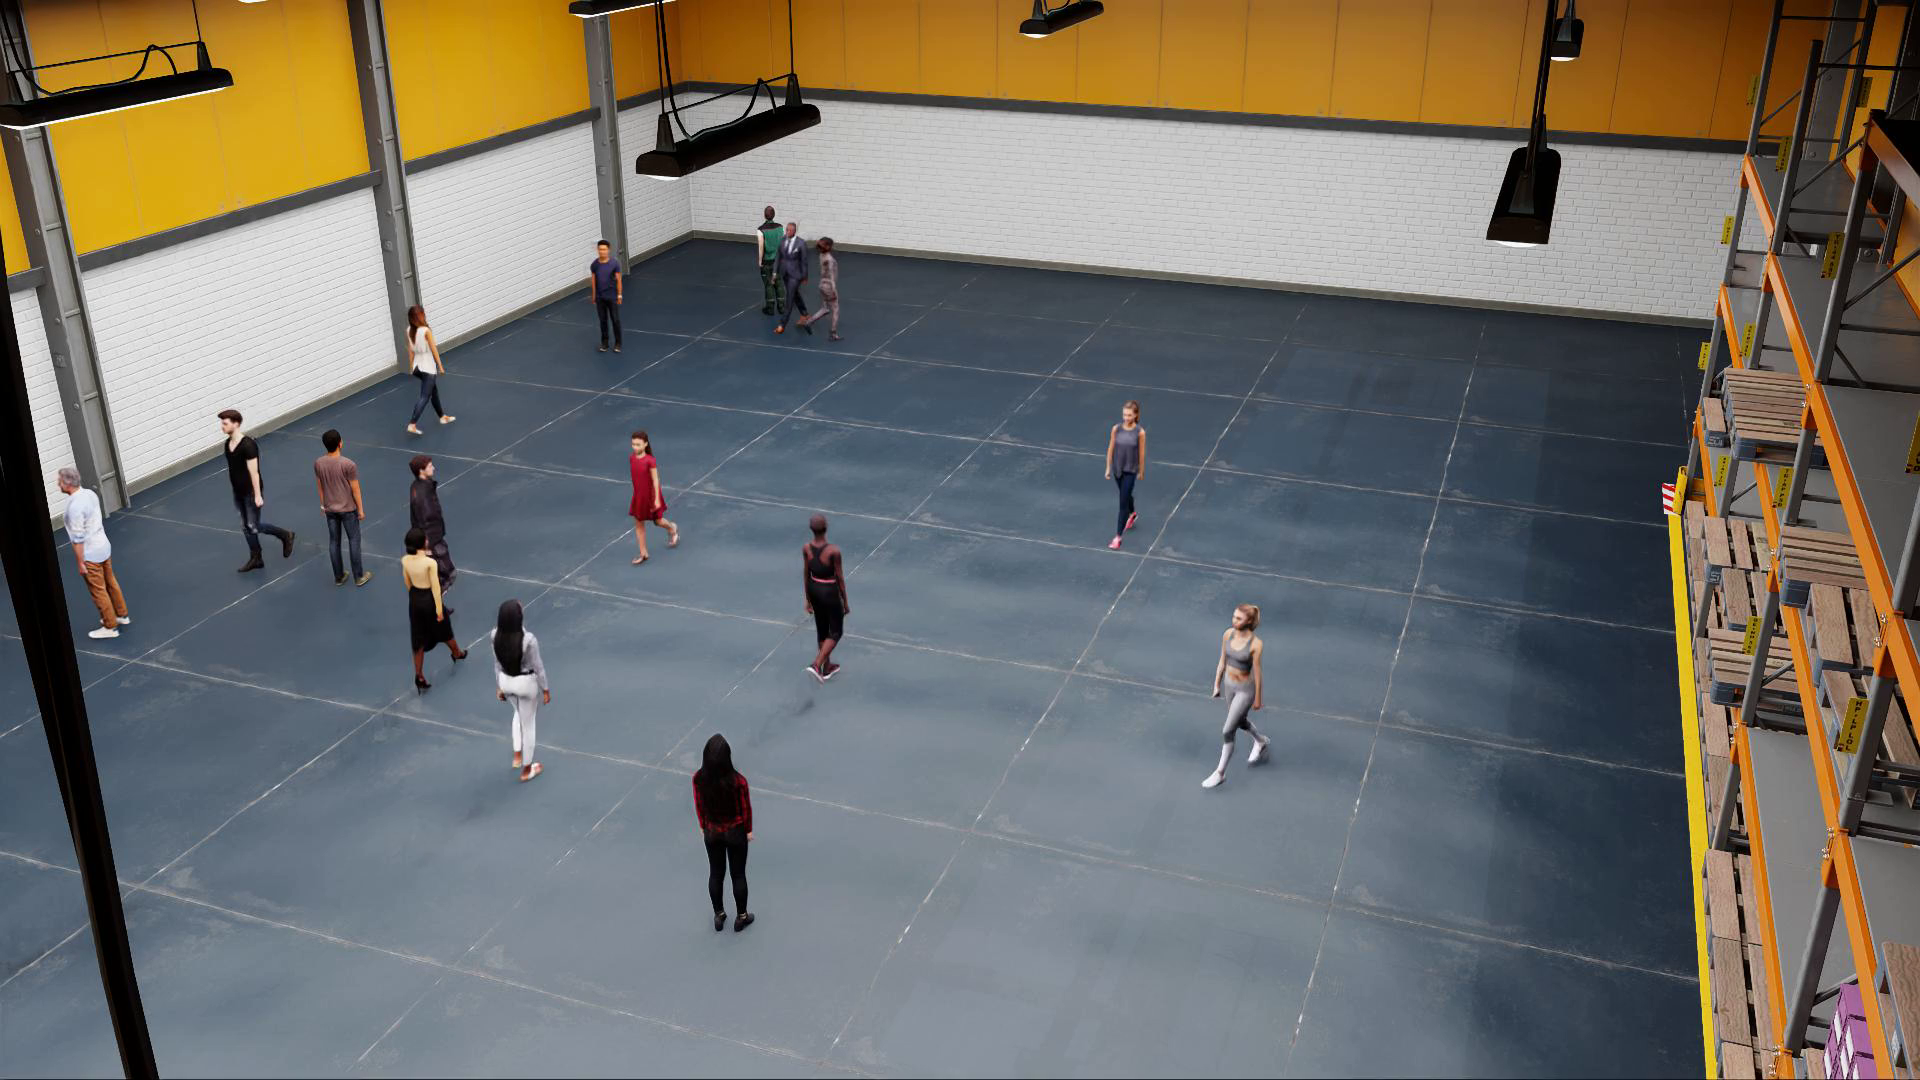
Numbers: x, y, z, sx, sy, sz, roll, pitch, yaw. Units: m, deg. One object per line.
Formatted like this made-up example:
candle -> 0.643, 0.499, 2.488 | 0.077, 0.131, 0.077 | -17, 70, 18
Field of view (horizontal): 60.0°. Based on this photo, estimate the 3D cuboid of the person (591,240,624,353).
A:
person -> -5.530, -3.838, 26.076 | 0.686, 1.793, 0.620 | 3, 24, 7

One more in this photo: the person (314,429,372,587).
person -> -6.751, -0.347, 18.111 | 0.686, 1.775, 0.642 | 2, 24, 3

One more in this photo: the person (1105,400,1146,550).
person -> 1.944, -0.803, 19.283 | 0.667, 1.672, 1.235 | 11, 26, 24

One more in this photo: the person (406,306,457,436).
person -> -7.312, -2.263, 22.532 | 0.745, 1.746, 1.152 | 14, 27, 28

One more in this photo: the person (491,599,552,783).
person -> -3.849, 1.327, 14.361 | 0.606, 1.712, 0.575 | 8, 25, 19

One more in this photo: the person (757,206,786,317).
person -> -3.180, -4.720, 28.033 | 0.707, 1.842, 0.789 | -14, 27, -29

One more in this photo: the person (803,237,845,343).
person -> -2.183, -3.976, 26.505 | 0.953, 1.701, 0.902 | -10, 25, -21

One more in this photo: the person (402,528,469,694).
person -> -5.165, 0.699, 15.914 | 0.626, 1.618, 0.995 | 7, 25, 16

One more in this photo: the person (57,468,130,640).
person -> -8.871, 0.108, 17.014 | 0.822, 1.820, 0.684 | -3, 24, -6

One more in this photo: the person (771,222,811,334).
person -> -2.696, -4.306, 27.172 | 0.922, 1.772, 1.313 | 16, 28, 32

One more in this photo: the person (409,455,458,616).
person -> -5.591, 0.006, 17.237 | 0.909, 1.828, 0.847 | -10, 26, -22

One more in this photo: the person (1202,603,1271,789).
person -> 2.488, 1.309, 14.459 | 1.184, 1.667, 0.946 | -17, 29, -35

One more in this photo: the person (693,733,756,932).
person -> -1.757, 2.194, 12.444 | 0.620, 1.659, 0.564 | 4, 24, 9

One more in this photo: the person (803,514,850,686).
person -> -1.340, 0.605, 15.967 | 0.655, 1.749, 0.912 | 11, 26, 24

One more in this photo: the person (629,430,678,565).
person -> -3.505, -0.532, 18.838 | 0.579, 1.532, 0.964 | 10, 26, 23

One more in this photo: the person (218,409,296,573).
person -> -7.829, -0.569, 18.482 | 0.841, 1.885, 1.017 | 17, 29, 34
